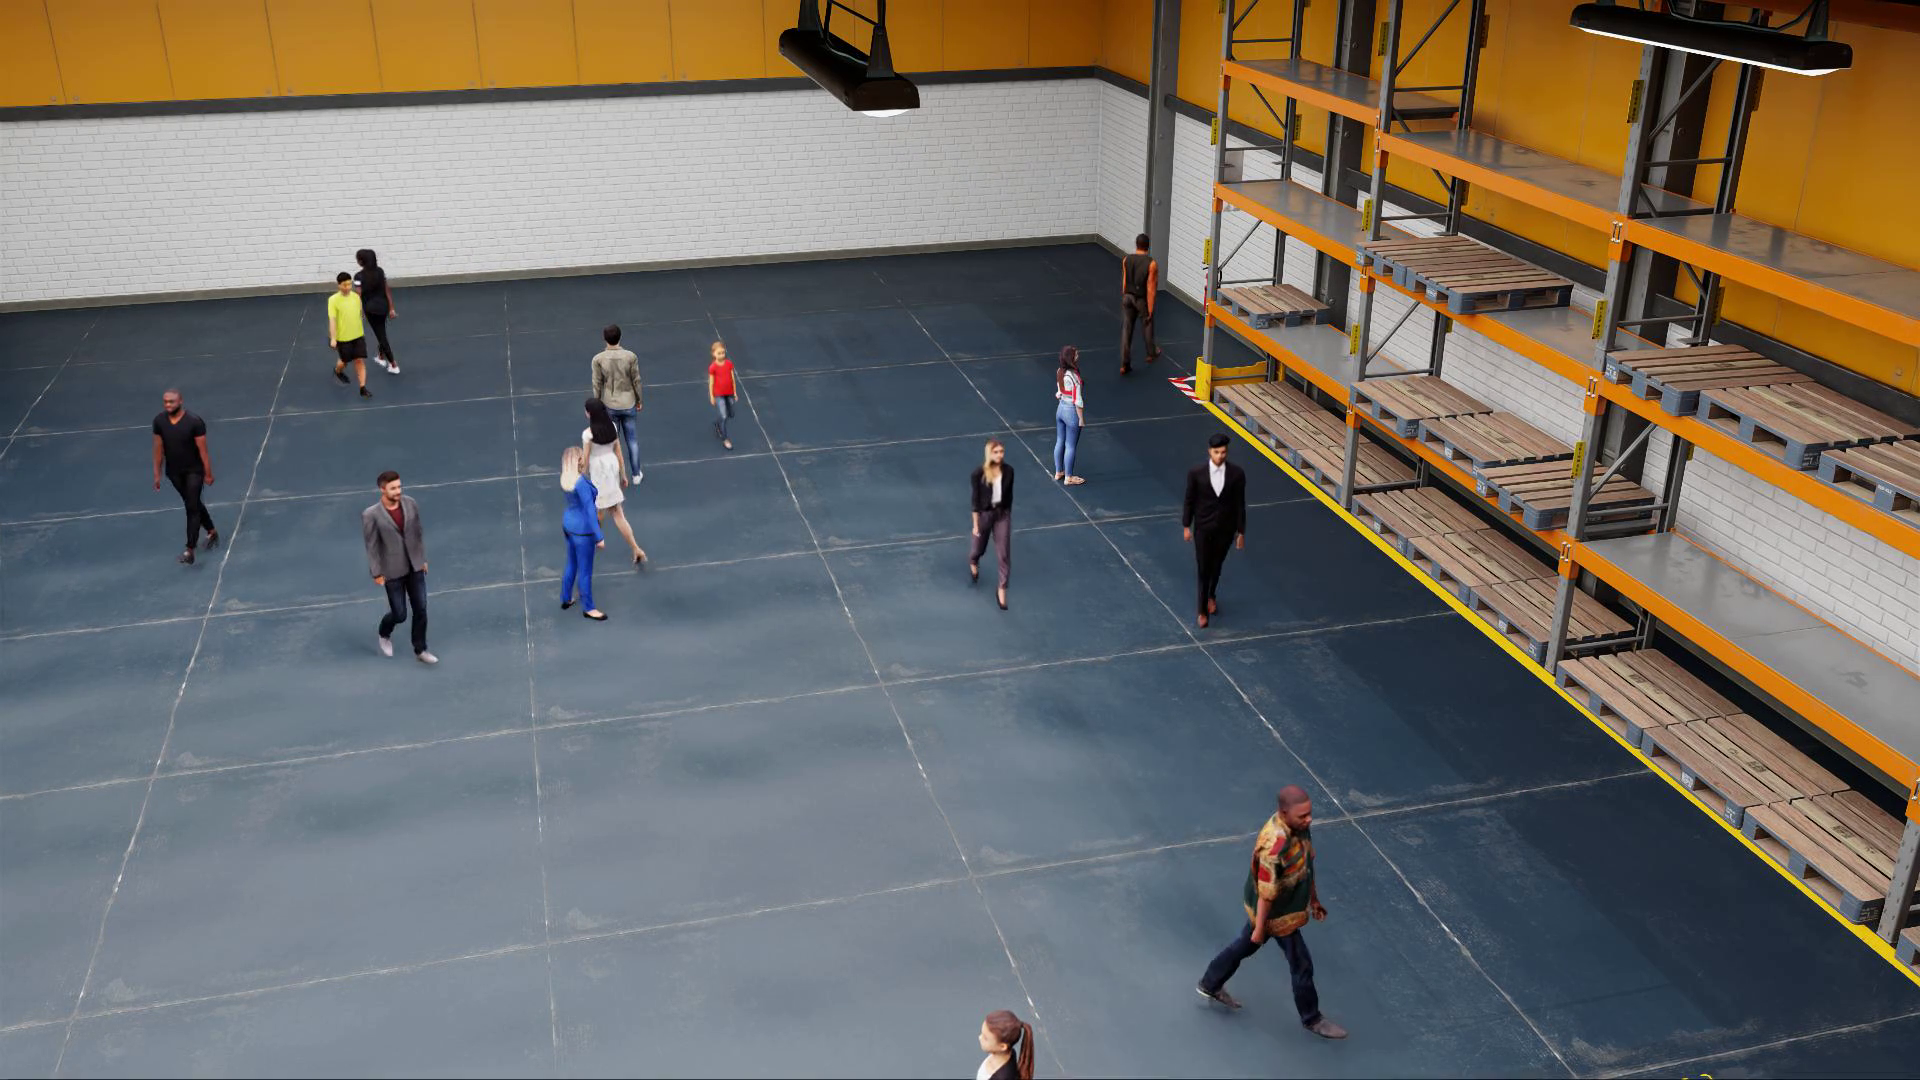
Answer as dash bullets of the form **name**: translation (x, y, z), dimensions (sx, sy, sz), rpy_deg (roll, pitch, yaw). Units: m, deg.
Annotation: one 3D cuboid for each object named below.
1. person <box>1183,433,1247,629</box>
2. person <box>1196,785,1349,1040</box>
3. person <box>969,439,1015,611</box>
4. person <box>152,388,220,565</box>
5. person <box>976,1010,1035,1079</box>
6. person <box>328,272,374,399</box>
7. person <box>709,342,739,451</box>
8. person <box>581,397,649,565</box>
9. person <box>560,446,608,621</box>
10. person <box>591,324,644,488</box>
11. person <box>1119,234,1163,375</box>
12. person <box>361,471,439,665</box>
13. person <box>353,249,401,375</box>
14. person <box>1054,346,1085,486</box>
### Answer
- **person**: translation (2.389, -0.156, 15.642), dimensions (0.910, 1.849, 1.108), rpy_deg (1, 24, 3)
- **person**: translation (1.868, 2.246, 10.254), dimensions (1.209, 1.762, 1.232), rpy_deg (10, 26, 22)
- **person**: translation (0.267, -0.186, 15.975), dimensions (0.590, 1.637, 1.010), rpy_deg (-6, 24, -13)
- **person**: translation (-7.853, -0.699, 16.976), dimensions (0.959, 1.775, 1.259), rpy_deg (3, 24, 6)
- **person**: translation (0.225, 3.074, 8.623), dimensions (0.661, 1.552, 0.569), rpy_deg (2, 24, 5)
- **person**: translation (-7.992, -2.688, 21.662), dimensions (0.935, 1.666, 1.119), rpy_deg (-21, 31, -40)
- **person**: translation (-2.873, -1.764, 20.009), dimensions (0.631, 1.297, 0.820), rpy_deg (-15, 28, -30)
- **person**: translation (-3.502, -0.532, 16.665), dimensions (1.270, 1.718, 1.064), rpy_deg (20, 31, 38)
- **person**: translation (-3.603, -0.080, 15.650), dimensions (0.969, 1.702, 0.743), rpy_deg (-10, 26, -22)
- **person**: translation (-3.845, -1.512, 18.725), dimensions (0.709, 1.864, 0.571), rpy_deg (-8, 25, -17)
- **person**: translation (2.352, -3.153, 22.480), dimensions (1.230, 1.862, 1.271), rpy_deg (14, 27, 28)
- **person**: translation (-4.996, 0.236, 14.734), dimensions (1.000, 1.857, 0.921), rpy_deg (19, 30, 36)
- **person**: translation (-7.837, -3.066, 22.469), dimensions (1.044, 1.712, 0.931), rpy_deg (20, 30, 38)
- **person**: translation (1.231, -1.430, 18.849), dimensions (0.698, 1.614, 0.535), rpy_deg (-13, 27, -27)
